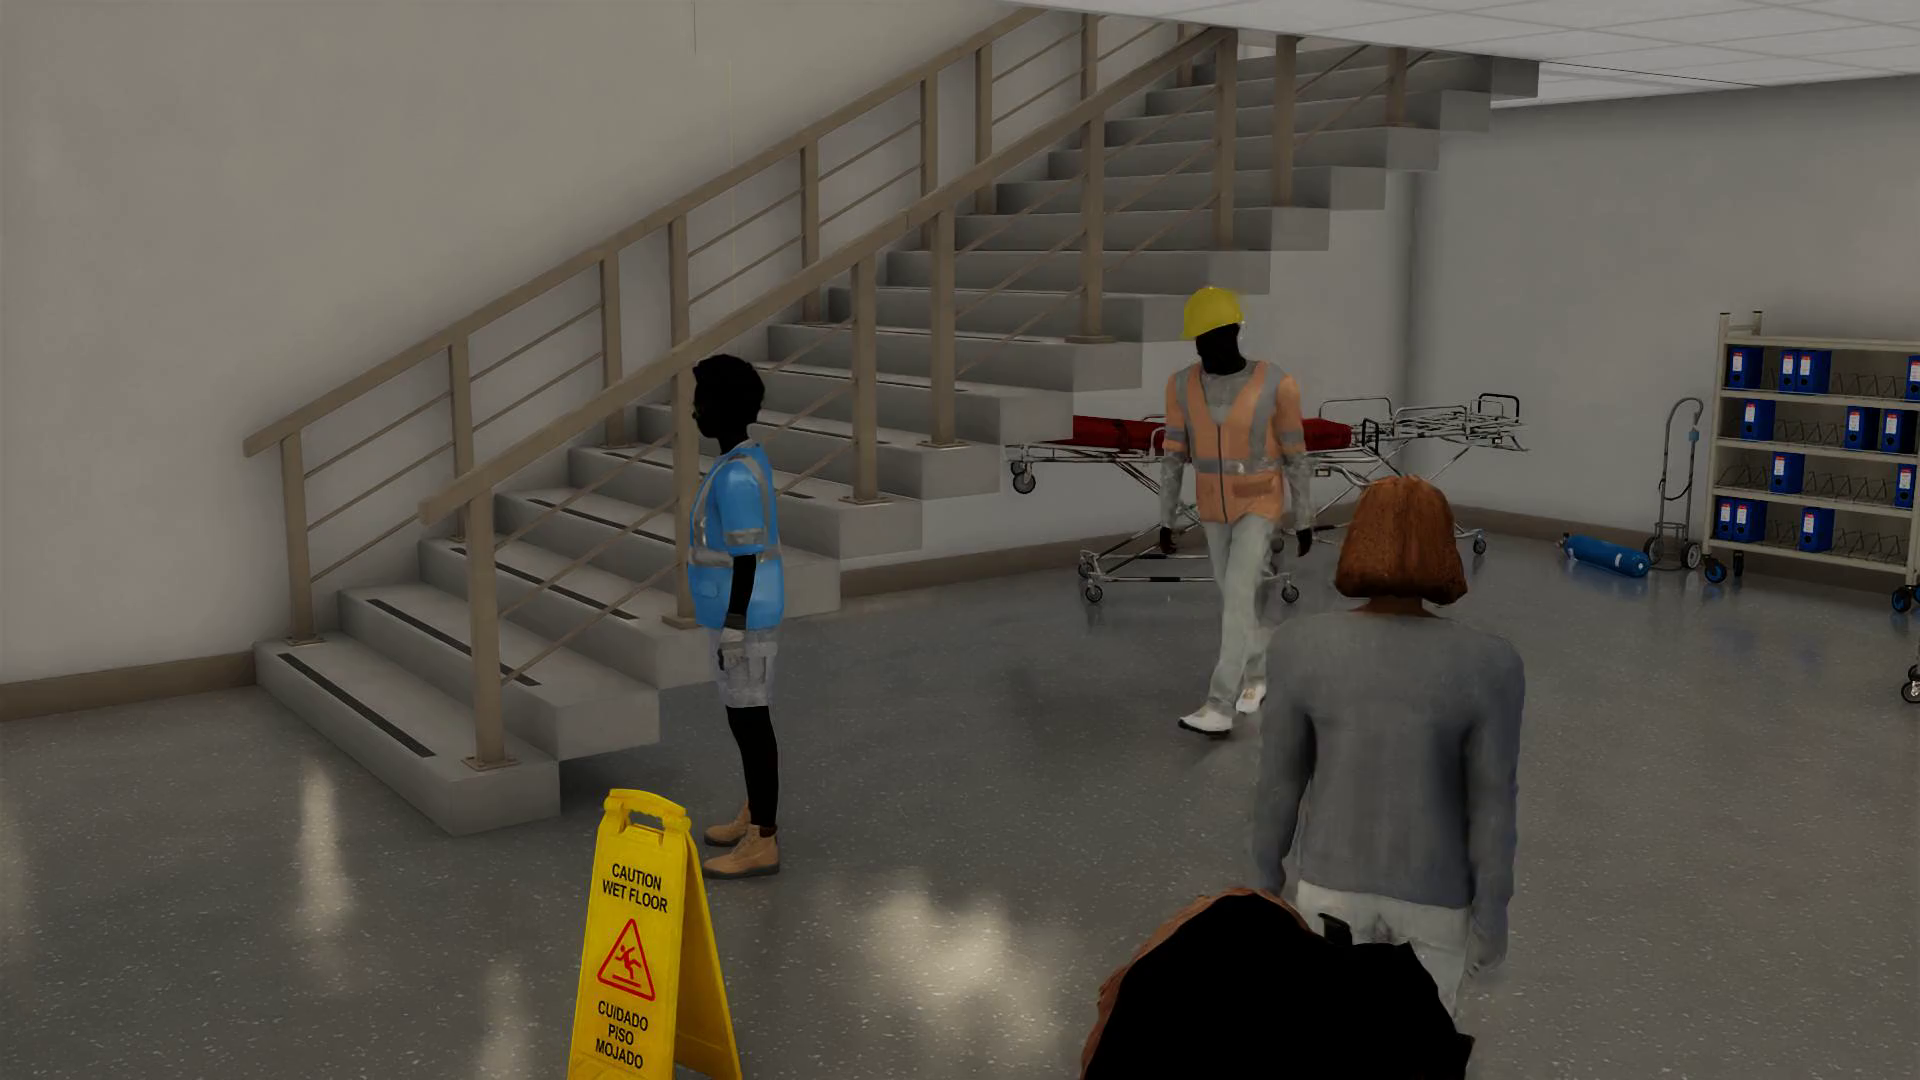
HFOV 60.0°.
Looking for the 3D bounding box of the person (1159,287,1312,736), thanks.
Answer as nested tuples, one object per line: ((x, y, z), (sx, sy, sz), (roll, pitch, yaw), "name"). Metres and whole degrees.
((1.147, -0.120, 7.021), (0.614, 1.870, 0.970), (7, 12, 36), "person")

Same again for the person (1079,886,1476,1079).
((0.151, 1.021, 1.124), (0.314, 1.639, 0.515), (4, 11, 20), "person")

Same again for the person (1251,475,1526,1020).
((0.793, 0.682, 3.185), (0.501, 1.605, 0.708), (4, 11, 22), "person")

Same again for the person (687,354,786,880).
((-0.726, 0.247, 5.412), (0.316, 1.695, 0.542), (-1, 10, -5), "person")
